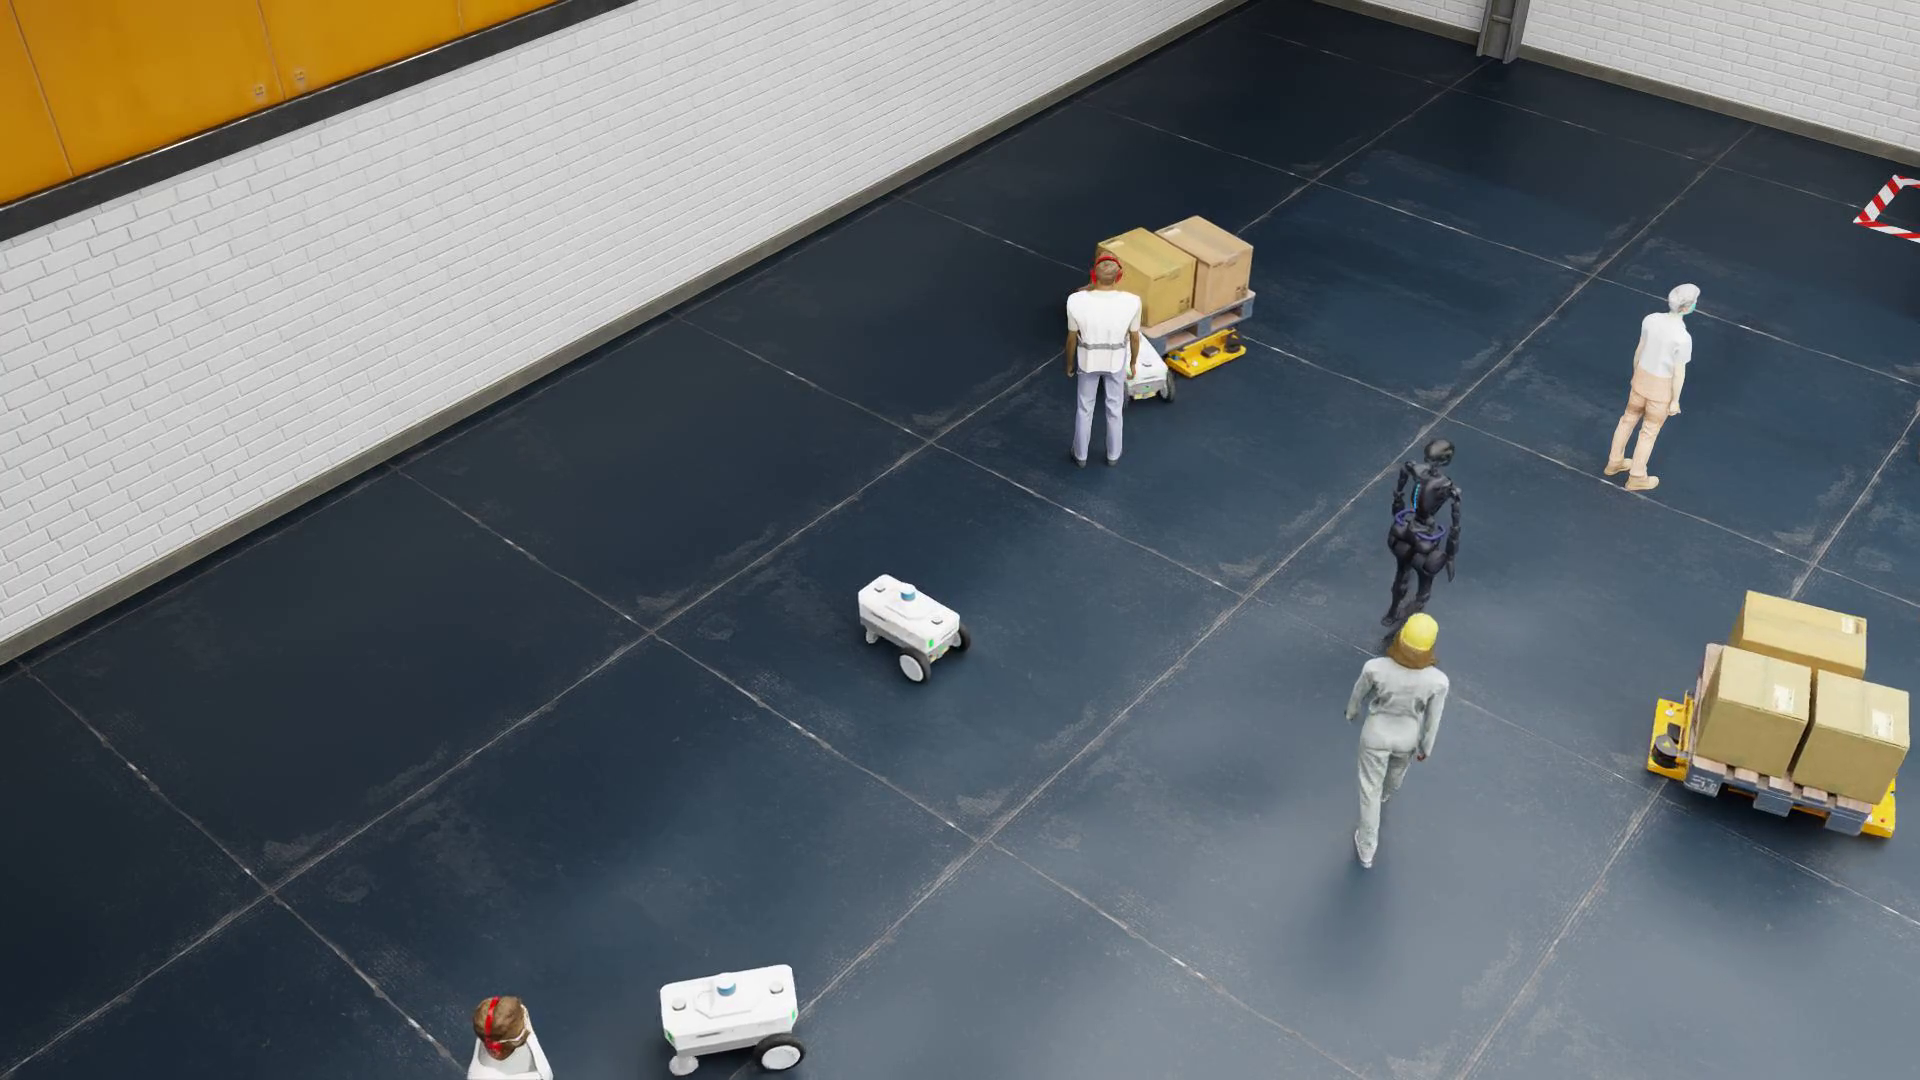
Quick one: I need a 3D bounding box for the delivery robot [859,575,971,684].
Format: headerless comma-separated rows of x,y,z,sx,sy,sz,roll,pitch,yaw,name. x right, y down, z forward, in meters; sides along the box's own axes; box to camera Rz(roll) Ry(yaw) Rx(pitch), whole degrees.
-0.323,0.581,11.353,0.785,0.614,0.499,28,46,30,delivery robot

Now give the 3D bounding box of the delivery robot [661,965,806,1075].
-1.214,2.535,8.905,0.773,0.586,0.499,-7,39,-9,delivery robot

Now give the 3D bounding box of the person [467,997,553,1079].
-2.025,2.709,7.667,0.373,1.843,0.569,-1,39,-1,person

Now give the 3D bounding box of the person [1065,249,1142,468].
1.079,-1.348,12.700,0.564,1.849,0.389,1,39,1,person

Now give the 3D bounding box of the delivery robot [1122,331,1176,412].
1.457,-1.446,13.865,0.499,0.609,0.805,-11,40,-13,delivery robot

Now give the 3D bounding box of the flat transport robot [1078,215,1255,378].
1.787,-1.907,14.653,0.659,0.231,1.431,-25,45,-28,flat transport robot

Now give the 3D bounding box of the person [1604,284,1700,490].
5.252,-1.162,12.550,0.321,1.747,0.474,-16,42,-19,person

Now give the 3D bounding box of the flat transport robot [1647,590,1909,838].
5.153,1.399,10.550,1.431,0.231,0.659,15,41,18,flat transport robot

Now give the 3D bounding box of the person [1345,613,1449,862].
2.536,1.066,9.809,0.505,1.703,0.841,6,39,7,person

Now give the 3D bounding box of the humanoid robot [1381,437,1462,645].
3.069,0.013,11.162,0.398,1.654,0.585,-26,45,-28,humanoid robot
